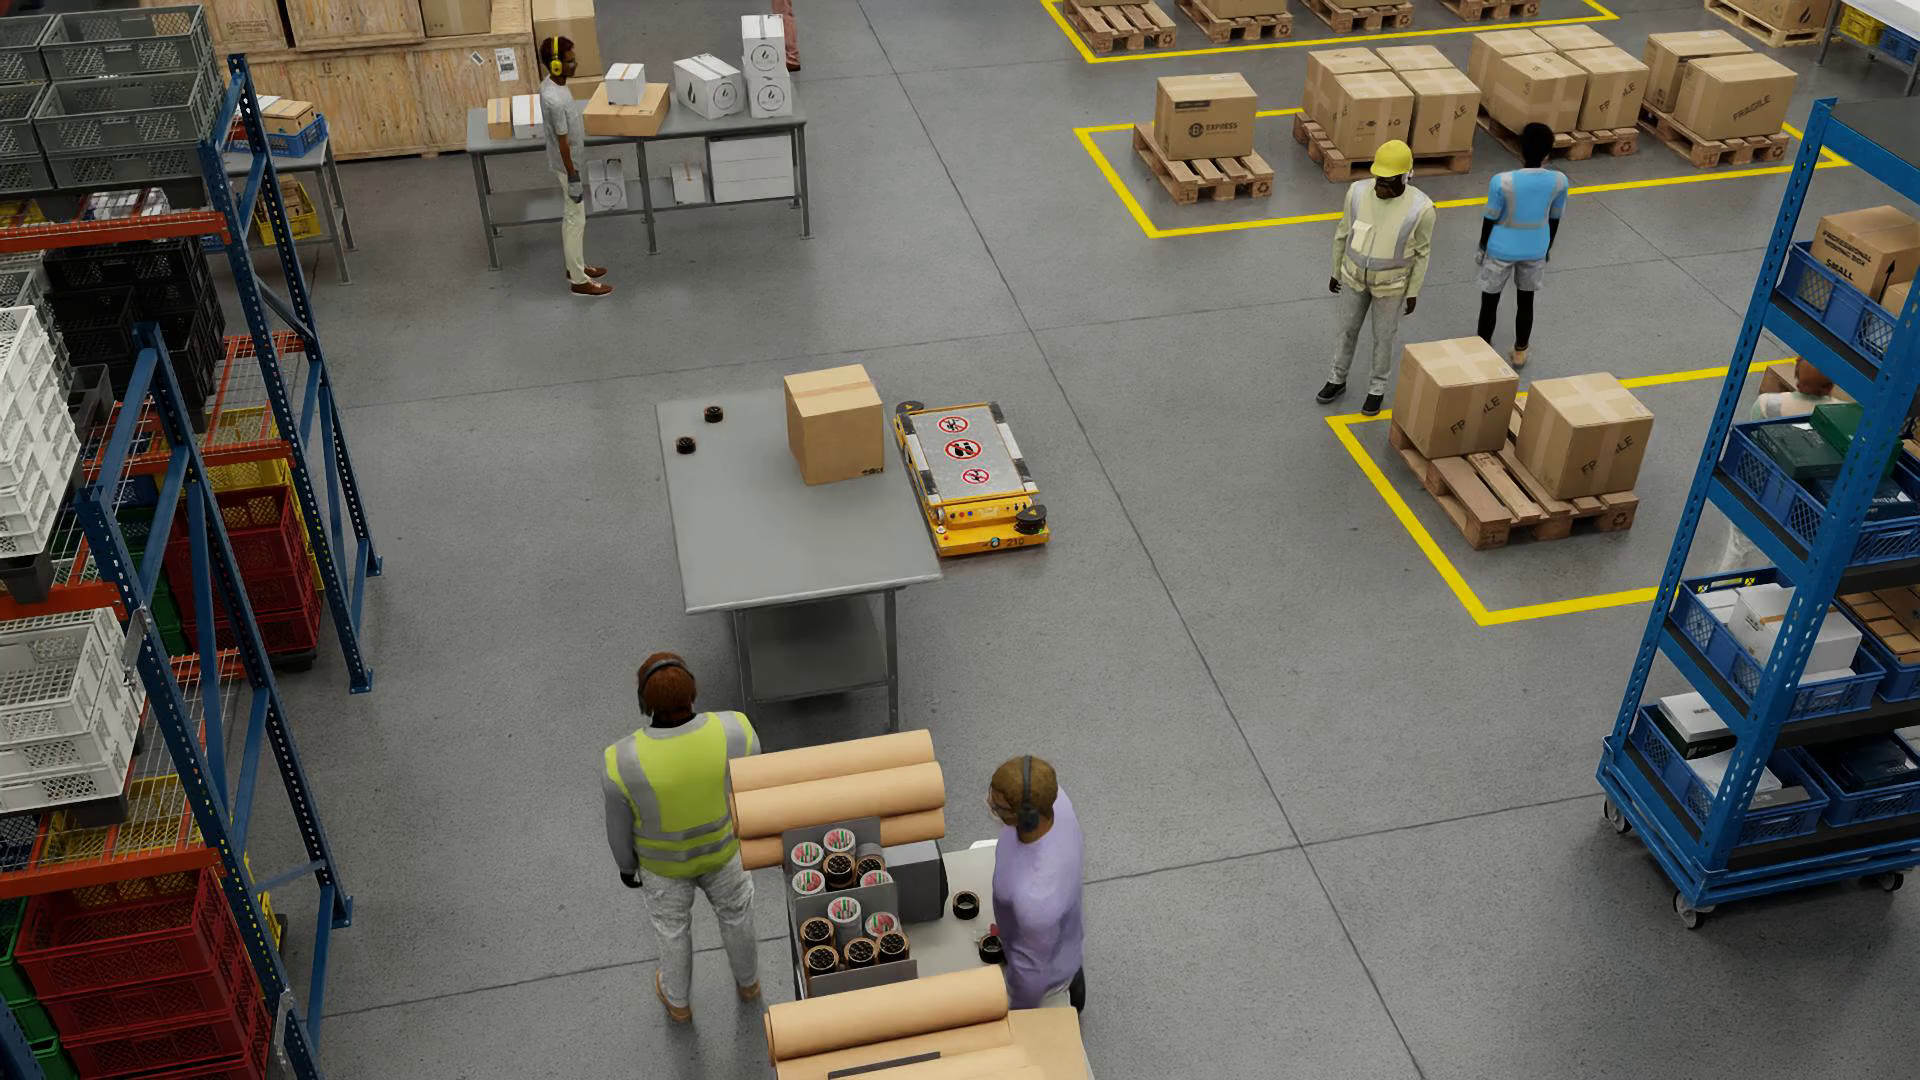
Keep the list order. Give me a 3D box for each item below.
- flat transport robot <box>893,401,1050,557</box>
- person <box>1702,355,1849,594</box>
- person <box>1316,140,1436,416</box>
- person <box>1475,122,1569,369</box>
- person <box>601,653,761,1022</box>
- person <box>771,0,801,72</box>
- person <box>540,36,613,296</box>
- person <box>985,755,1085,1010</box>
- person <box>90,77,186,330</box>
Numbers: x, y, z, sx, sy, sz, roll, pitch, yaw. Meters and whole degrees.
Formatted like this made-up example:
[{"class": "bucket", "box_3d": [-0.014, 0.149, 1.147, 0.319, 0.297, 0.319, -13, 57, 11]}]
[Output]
[{"class": "flat transport robot", "box_3d": [0.046, -0.430, 10.108, 0.652, 0.197, 1.431, -8, 37, -10]}, {"class": "person", "box_3d": [4.317, -0.285, 8.776, 0.523, 1.636, 0.311, 7, 37, 10]}, {"class": "person", "box_3d": [2.600, -1.642, 10.438, 0.602, 1.830, 0.404, 21, 42, 26]}, {"class": "person", "box_3d": [3.653, -1.910, 10.920, 0.535, 1.690, 0.322, -4, 37, -5]}, {"class": "person", "box_3d": [-1.076, 1.196, 6.627, 0.631, 1.836, 0.429, -14, 39, -18]}, {"class": "person", "box_3d": [-1.695, -5.267, 15.262, 0.401, 1.900, 0.651, -7, 37, -9]}, {"class": "person", "box_3d": [-2.741, -2.633, 11.743, 0.312, 1.865, 0.535, -10, 38, -13]}, {"class": "person", "box_3d": [0.271, 1.519, 6.114, 0.372, 1.930, 0.628, 3, 37, 4]}, {"class": "person", "box_3d": [-5.491, -2.147, 11.084, 0.398, 1.884, 0.620, 17, 40, 21]}]
